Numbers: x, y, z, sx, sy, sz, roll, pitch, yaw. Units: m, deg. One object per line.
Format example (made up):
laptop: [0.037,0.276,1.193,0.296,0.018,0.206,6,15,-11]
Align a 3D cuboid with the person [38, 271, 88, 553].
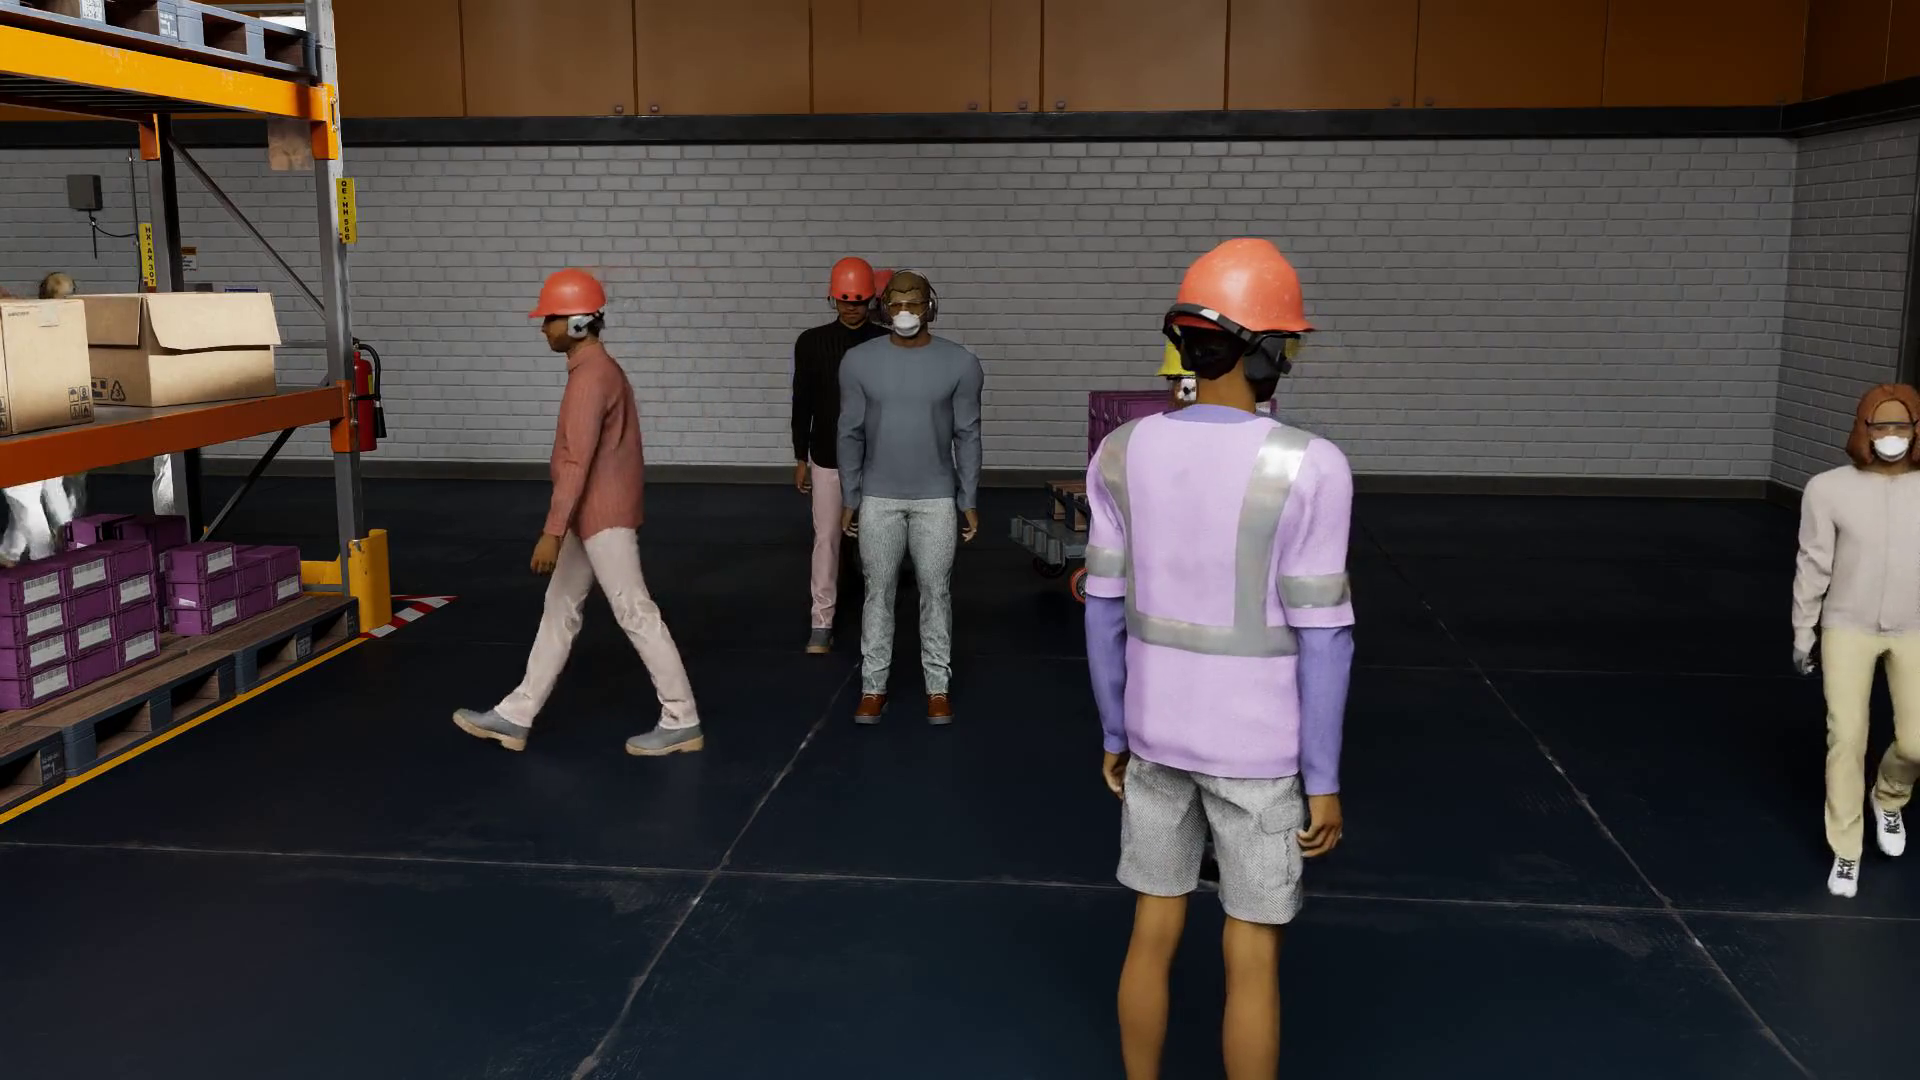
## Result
person: [-5.727,-0.760,10.592,0.641,1.890,0.904,-5,11,-25]

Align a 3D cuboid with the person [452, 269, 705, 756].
person: [-1.503,-0.081,6.543,1.017,1.938,0.628,-2,10,-10]

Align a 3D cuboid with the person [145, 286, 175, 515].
person: [-5.125,-0.797,10.830,0.355,1.883,0.573,-2,10,-13]

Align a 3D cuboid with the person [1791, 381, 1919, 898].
person: [2.908,0.305,5.262,0.520,1.619,0.425,5,11,25]

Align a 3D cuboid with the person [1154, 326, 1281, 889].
person: [0.814,0.206,5.308,0.666,1.803,0.575,-9,13,-42]

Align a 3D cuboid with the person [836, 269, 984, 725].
person: [-0.214,-0.172,7.089,0.627,1.940,0.372,0,10,1]

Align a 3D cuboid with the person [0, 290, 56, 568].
person: [-5.768,-0.609,10.010,0.909,1.787,0.621,4,11,19]

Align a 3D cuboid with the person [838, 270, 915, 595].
person: [-0.492,-0.636,9.862,0.578,1.896,0.725,6,11,29]

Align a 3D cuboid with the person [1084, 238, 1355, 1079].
person: [0.544,0.406,3.477,0.609,2.044,0.396,9,13,41]

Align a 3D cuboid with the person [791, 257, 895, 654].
person: [-0.541,-0.413,8.332,0.608,1.987,0.388,-1,10,-3]
